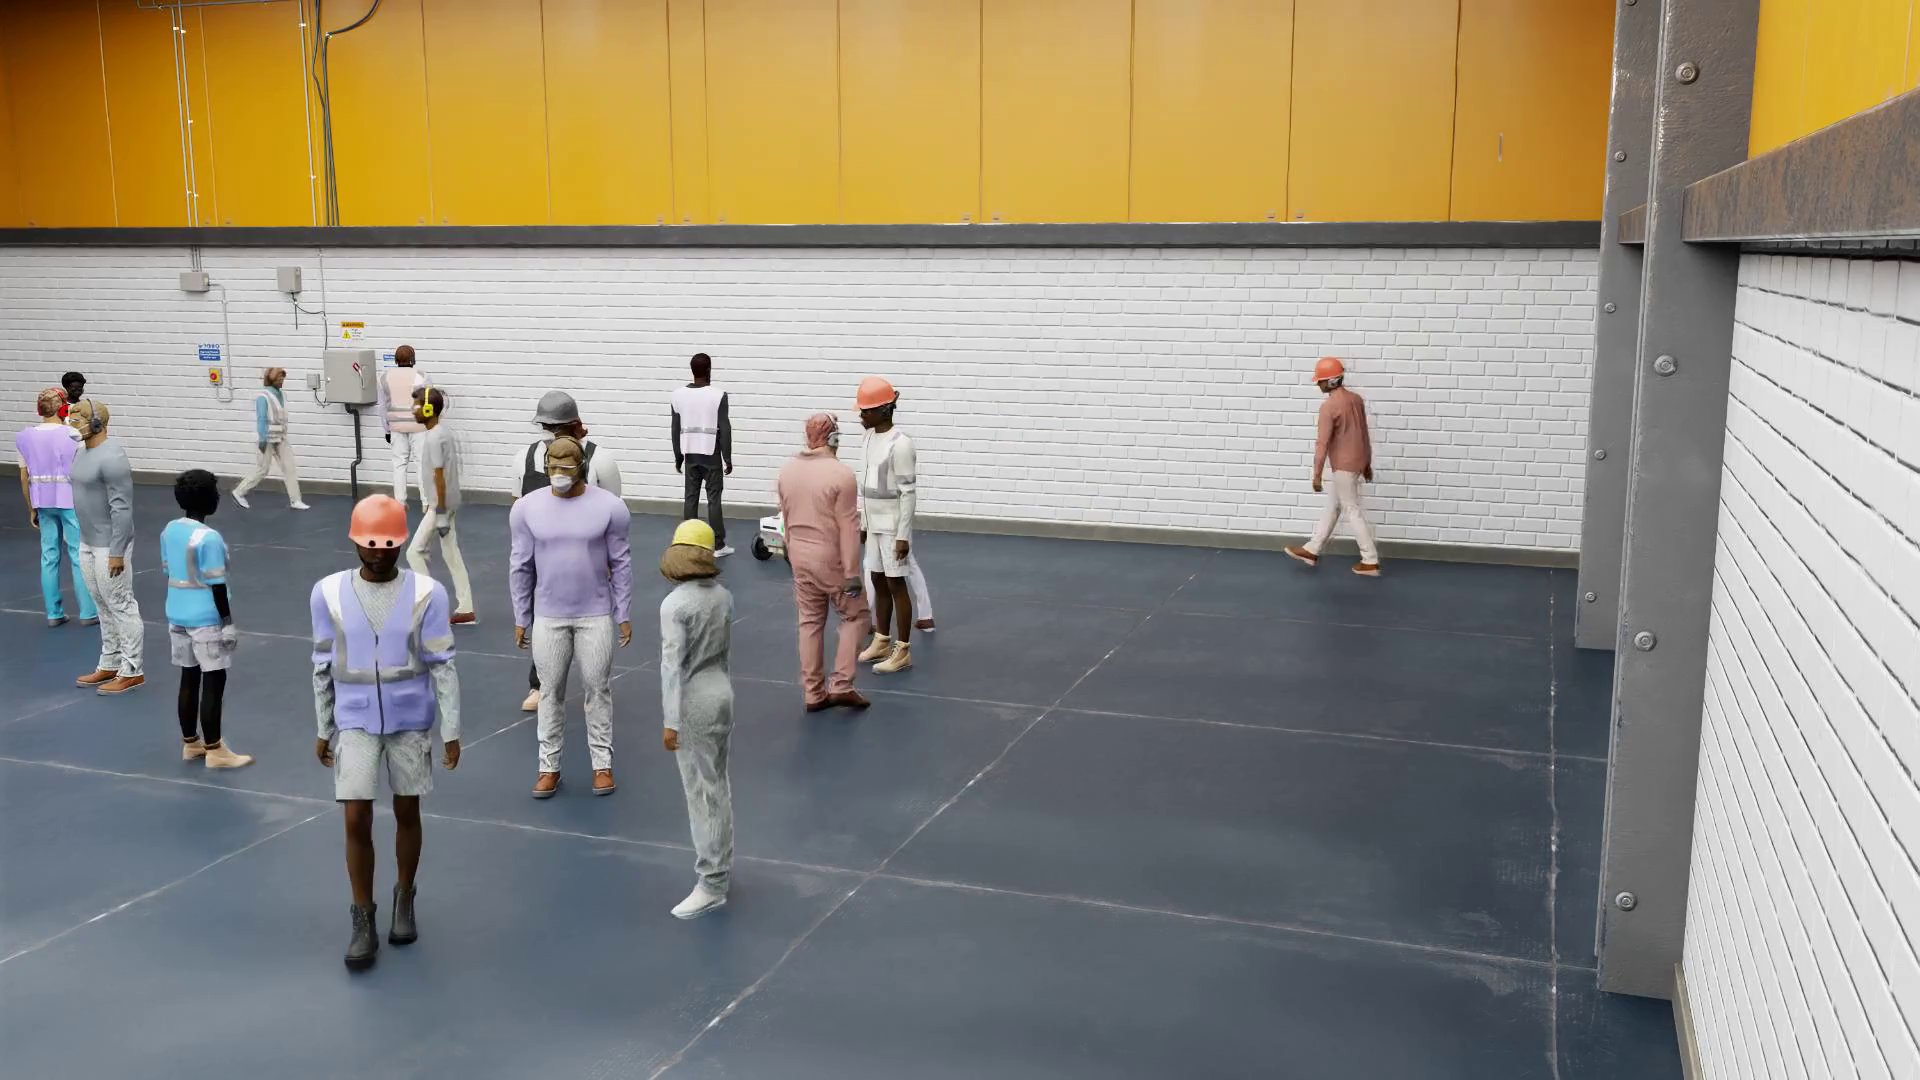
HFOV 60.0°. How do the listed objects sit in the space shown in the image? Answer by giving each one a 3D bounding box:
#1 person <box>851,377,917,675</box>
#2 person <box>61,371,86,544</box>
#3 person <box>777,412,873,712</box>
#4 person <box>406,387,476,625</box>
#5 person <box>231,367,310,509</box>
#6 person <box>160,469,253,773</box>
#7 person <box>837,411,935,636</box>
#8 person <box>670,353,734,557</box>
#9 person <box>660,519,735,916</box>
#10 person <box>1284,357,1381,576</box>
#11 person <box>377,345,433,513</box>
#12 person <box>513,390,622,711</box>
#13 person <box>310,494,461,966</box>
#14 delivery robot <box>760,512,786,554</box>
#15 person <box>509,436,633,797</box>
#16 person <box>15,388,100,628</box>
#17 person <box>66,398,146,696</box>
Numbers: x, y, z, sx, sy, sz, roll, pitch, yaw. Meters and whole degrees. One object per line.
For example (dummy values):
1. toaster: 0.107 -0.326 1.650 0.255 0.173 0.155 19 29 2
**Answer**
1. person: -0.535 -0.095 11.380 0.404 2.033 0.608 -6 12 -29
2. person: -8.698 -0.815 16.389 0.322 1.692 0.530 6 12 31
3. person: -0.811 0.141 10.418 0.681 1.893 0.511 8 13 39
4. person: -4.074 -0.239 12.697 0.705 1.845 0.568 -1 10 -7
5. person: -7.654 -1.121 18.374 0.777 1.601 0.553 2 10 10
6. person: -4.247 0.444 9.306 0.582 1.692 0.316 8 13 37
7. person: -0.505 -0.174 12.475 0.657 1.838 0.533 3 11 18
8. person: -2.423 -0.792 15.622 0.587 1.920 0.394 3 10 16
9. person: -1.186 0.778 7.397 0.377 1.705 0.611 4 11 22
10. person: 3.353 -0.658 14.817 0.970 1.929 0.637 8 13 38
11. person: -6.007 -1.208 18.178 0.627 1.846 0.429 0 10 0
12. person: -2.479 0.073 10.406 0.683 2.000 0.536 1 10 4
13. person: -2.340 0.774 6.785 0.579 1.920 0.652 -3 10 -15
14. delivery robot: -1.522 -0.131 15.476 0.477 0.478 0.707 8 13 38
15. person: -2.056 0.405 8.828 0.635 1.936 0.352 -2 10 -8
16. person: -6.861 -0.236 12.697 0.567 1.846 0.389 0 10 0
17. person: -5.605 0.040 10.885 0.630 1.940 0.372 9 13 41
